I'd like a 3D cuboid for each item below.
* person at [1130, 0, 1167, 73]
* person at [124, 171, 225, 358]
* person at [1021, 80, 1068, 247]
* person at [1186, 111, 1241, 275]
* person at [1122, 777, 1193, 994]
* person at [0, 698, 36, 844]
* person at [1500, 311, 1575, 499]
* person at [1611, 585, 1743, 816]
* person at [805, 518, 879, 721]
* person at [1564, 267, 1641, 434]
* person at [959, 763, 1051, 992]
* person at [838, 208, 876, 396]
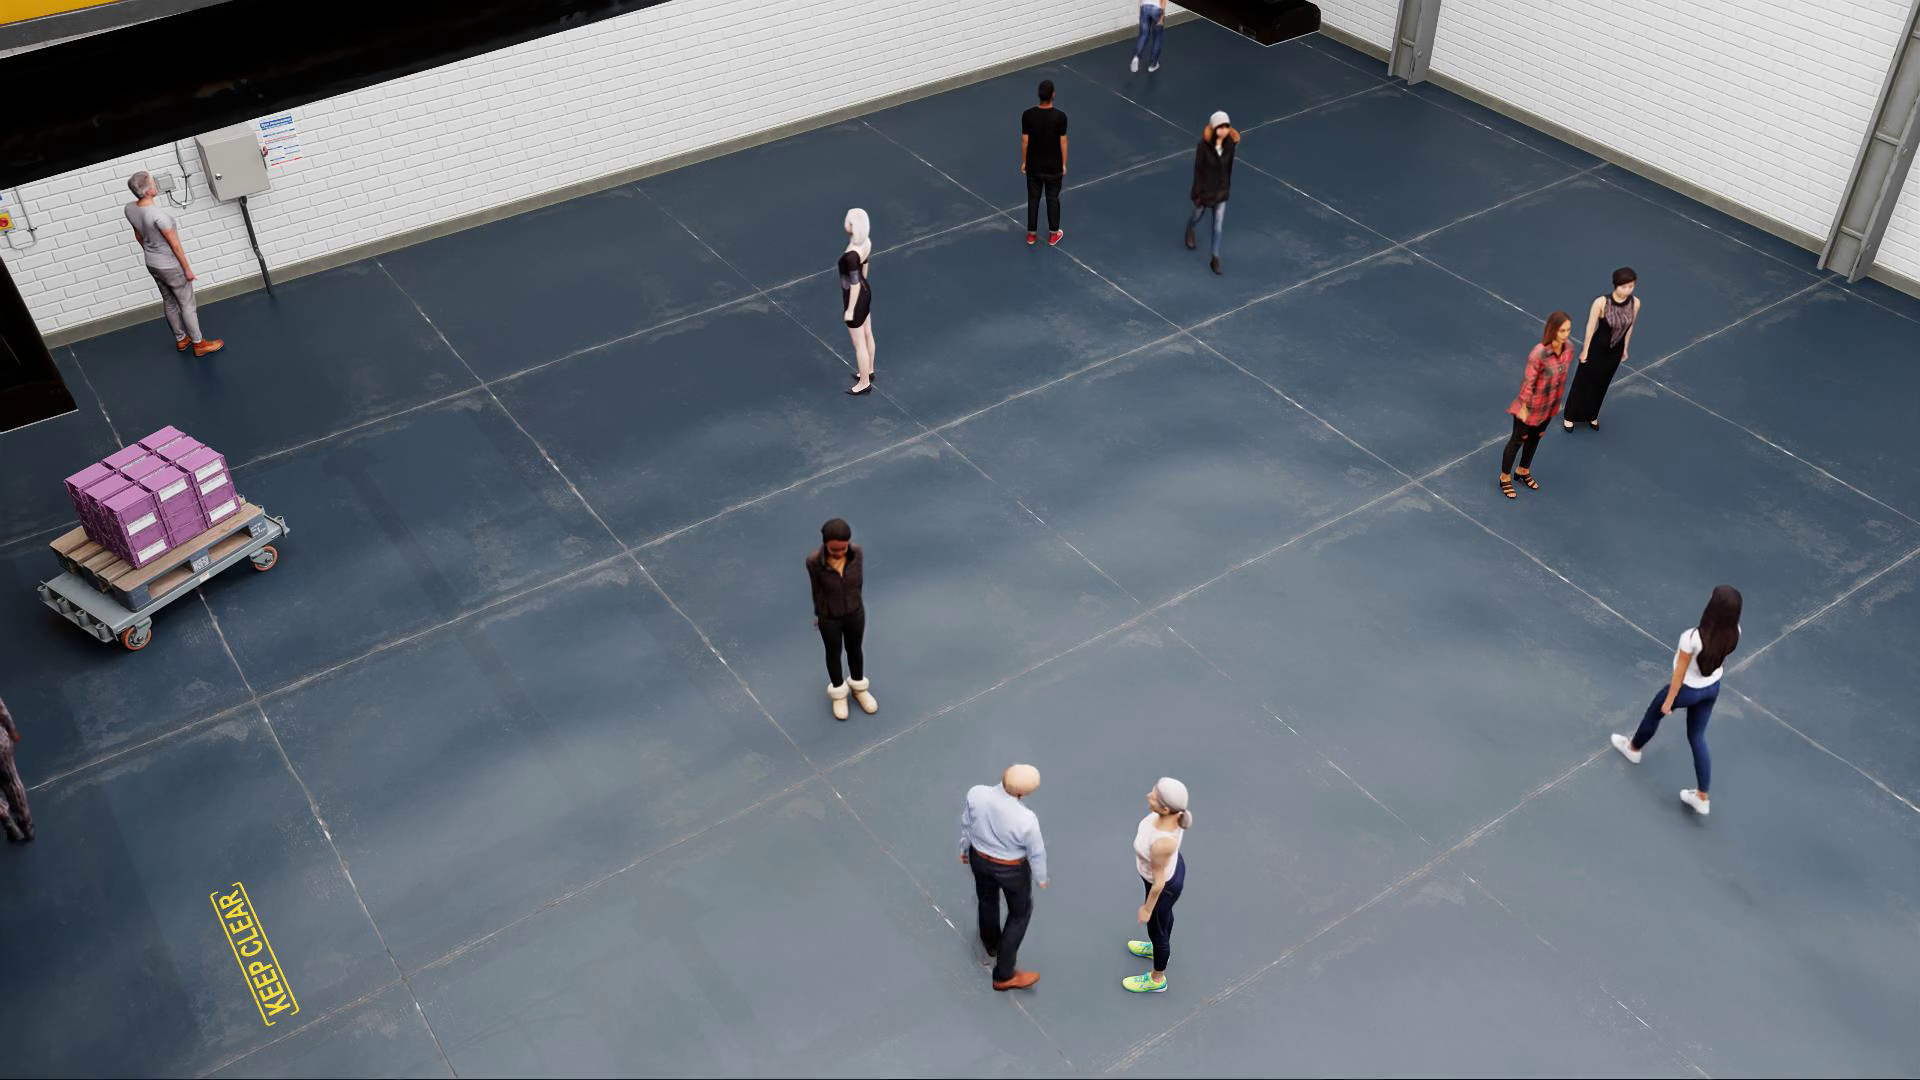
[{"bbox_3d":[2.340,-6.494,20.528,0.882,1.540,0.820,20,43,24],"label":"person"},{"bbox_3d":[-7.323,-2.541,15.344,0.683,1.832,0.830,18,42,21],"label":"person"},{"bbox_3d":[0.866,-3.860,17.057,0.705,1.756,0.767,7,39,8],"label":"person"},{"bbox_3d":[2.498,-3.573,16.819,0.913,1.604,1.136,-6,39,-8],"label":"person"},{"bbox_3d":[1.184,2.008,9.751,0.729,1.703,0.674,7,39,9],"label":"person"},{"bbox_3d":[-6.215,1.355,10.568,0.576,1.704,0.667,-23,44,-26],"label":"person"},{"bbox_3d":[4.755,-1.129,13.679,0.634,1.703,0.585,-18,42,-21],"label":"person"},{"bbox_3d":[4.865,1.061,10.913,0.843,1.732,1.167,-10,40,-12],"label":"person"},{"bbox_3d":[-0.846,0.498,11.676,0.678,1.659,0.617,-23,44,-26],"label":"person"},{"bbox_3d":[5.584,-1.655,14.418,0.665,1.602,0.673,-4,39,-6],"label":"person"},{"bbox_3d":[0.231,1.909,9.825,0.862,1.766,0.953,9,40,11],"label":"person"},{"bbox_3d":[-0.904,-2.130,14.831,0.697,1.830,0.648,8,39,10],"label":"person"}]
